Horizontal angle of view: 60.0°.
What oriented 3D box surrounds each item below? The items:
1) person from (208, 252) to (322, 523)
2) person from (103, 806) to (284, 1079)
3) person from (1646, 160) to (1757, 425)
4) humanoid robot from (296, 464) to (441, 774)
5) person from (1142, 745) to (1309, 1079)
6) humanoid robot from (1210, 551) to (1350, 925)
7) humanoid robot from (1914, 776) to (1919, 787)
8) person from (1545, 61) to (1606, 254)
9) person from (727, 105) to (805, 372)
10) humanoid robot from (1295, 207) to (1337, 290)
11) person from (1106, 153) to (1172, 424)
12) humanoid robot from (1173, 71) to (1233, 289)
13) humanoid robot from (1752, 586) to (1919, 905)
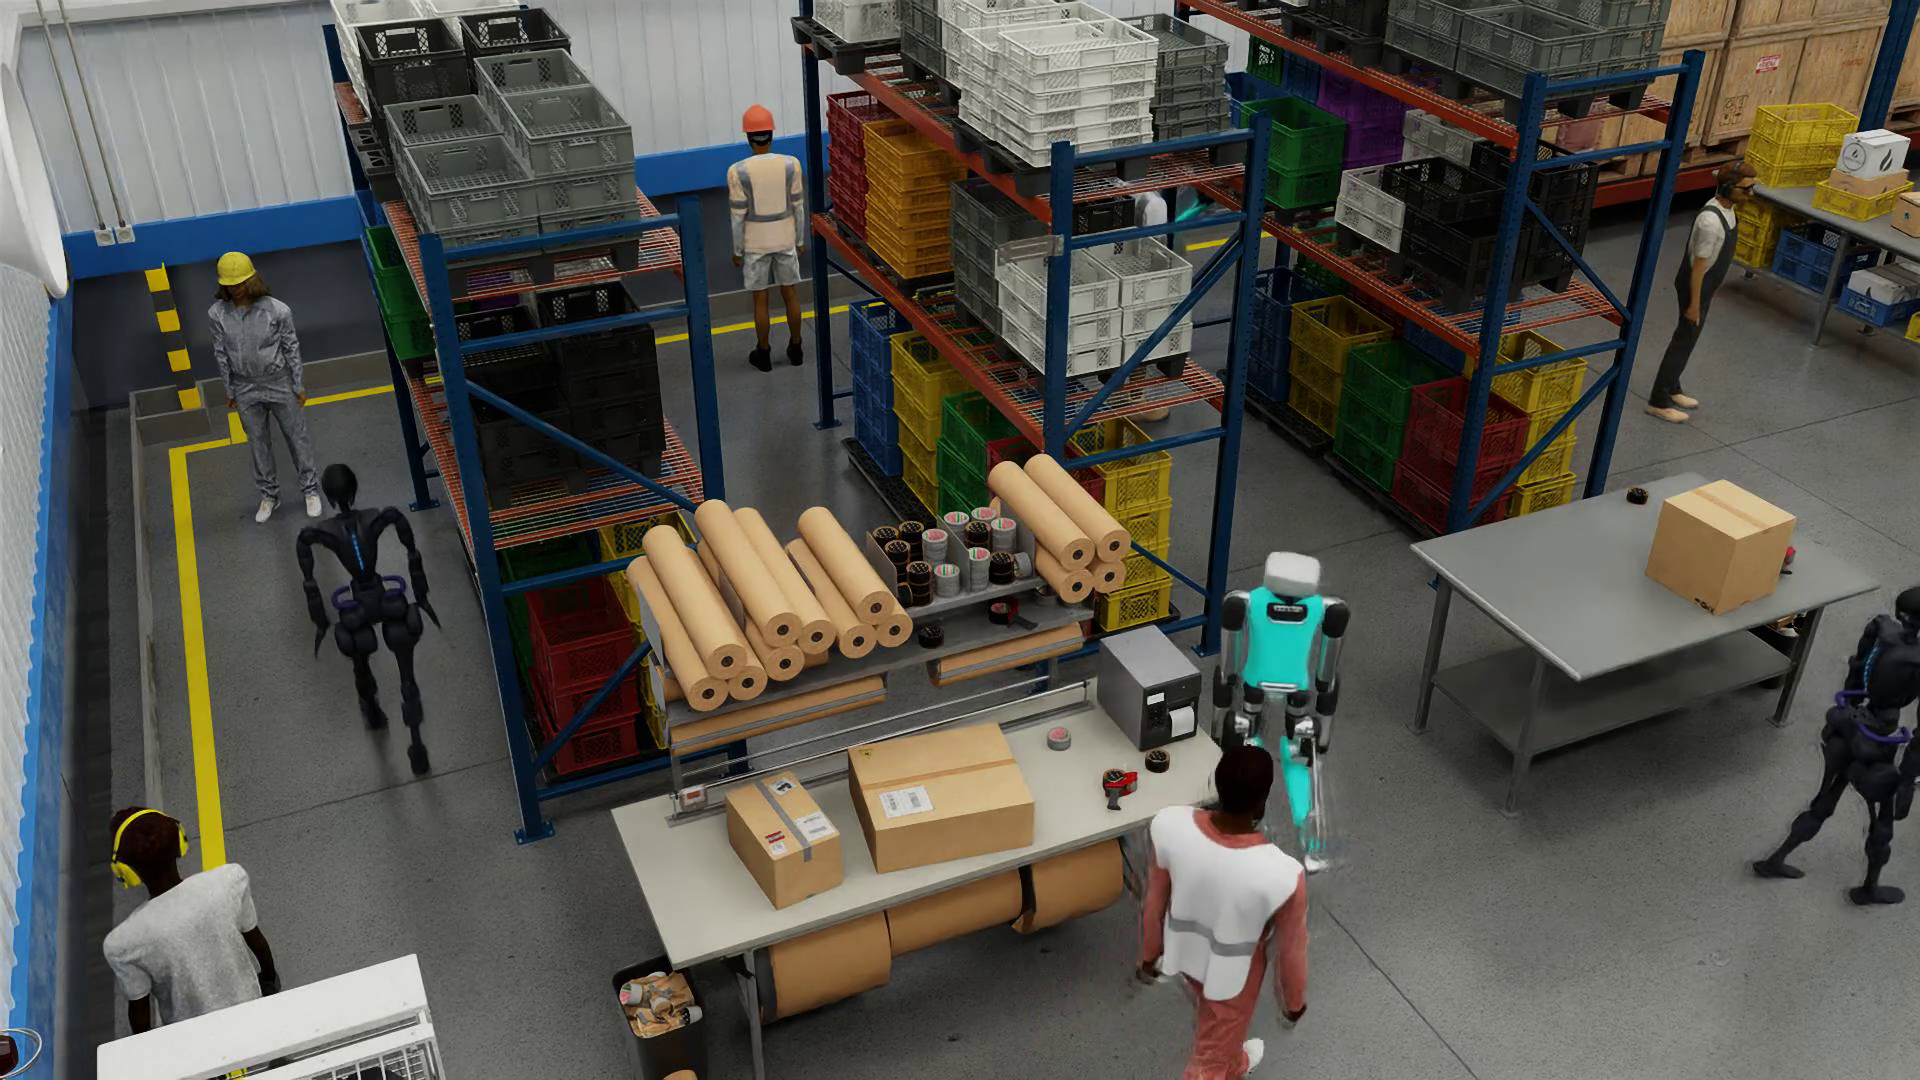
[{"bbox_3d":[-4.205,-0.918,10.055,0.483,1.743,0.295,-5,32,-8],"label":"person"},{"bbox_3d":[-2.586,1.664,5.757,0.340,1.857,0.518,25,39,34],"label":"person"},{"bbox_3d":[4.984,-1.671,11.192,0.337,1.839,0.507,18,36,26],"label":"person"},{"bbox_3d":[-2.872,0.328,8.113,0.602,1.632,0.716,-14,34,-21],"label":"humanoid robot"},{"bbox_3d":[0.928,1.523,5.968,0.606,1.875,0.980,25,39,34],"label":"person"},{"bbox_3d":[1.316,0.987,7.033,0.534,1.827,0.752,4,32,6],"label":"humanoid robot"},{"bbox_3d":[4.847,0.498,7.711,0.722,1.743,0.530,-18,36,-26],"label":"humanoid robot"},{"bbox_3d":[5.145,-3.257,13.840,0.522,1.761,0.336,-16,35,-24],"label":"person"},{"bbox_3d":[-1.370,-2.132,11.852,0.542,1.928,0.367,-12,34,-18],"label":"person"},{"bbox_3d":[2.819,-2.452,12.652,0.744,1.866,0.547,4,32,6],"label":"humanoid robot"},{"bbox_3d":[1.215,-1.763,11.141,0.367,2.048,0.606,-14,34,-22],"label":"person"},{"bbox_3d":[1.814,-2.762,13.103,0.653,1.848,0.543,4,32,7],"label":"humanoid robot"},{"bbox_3d":[3.976,0.874,7.235,0.614,1.643,0.586,-3,32,-4],"label":"humanoid robot"}]
